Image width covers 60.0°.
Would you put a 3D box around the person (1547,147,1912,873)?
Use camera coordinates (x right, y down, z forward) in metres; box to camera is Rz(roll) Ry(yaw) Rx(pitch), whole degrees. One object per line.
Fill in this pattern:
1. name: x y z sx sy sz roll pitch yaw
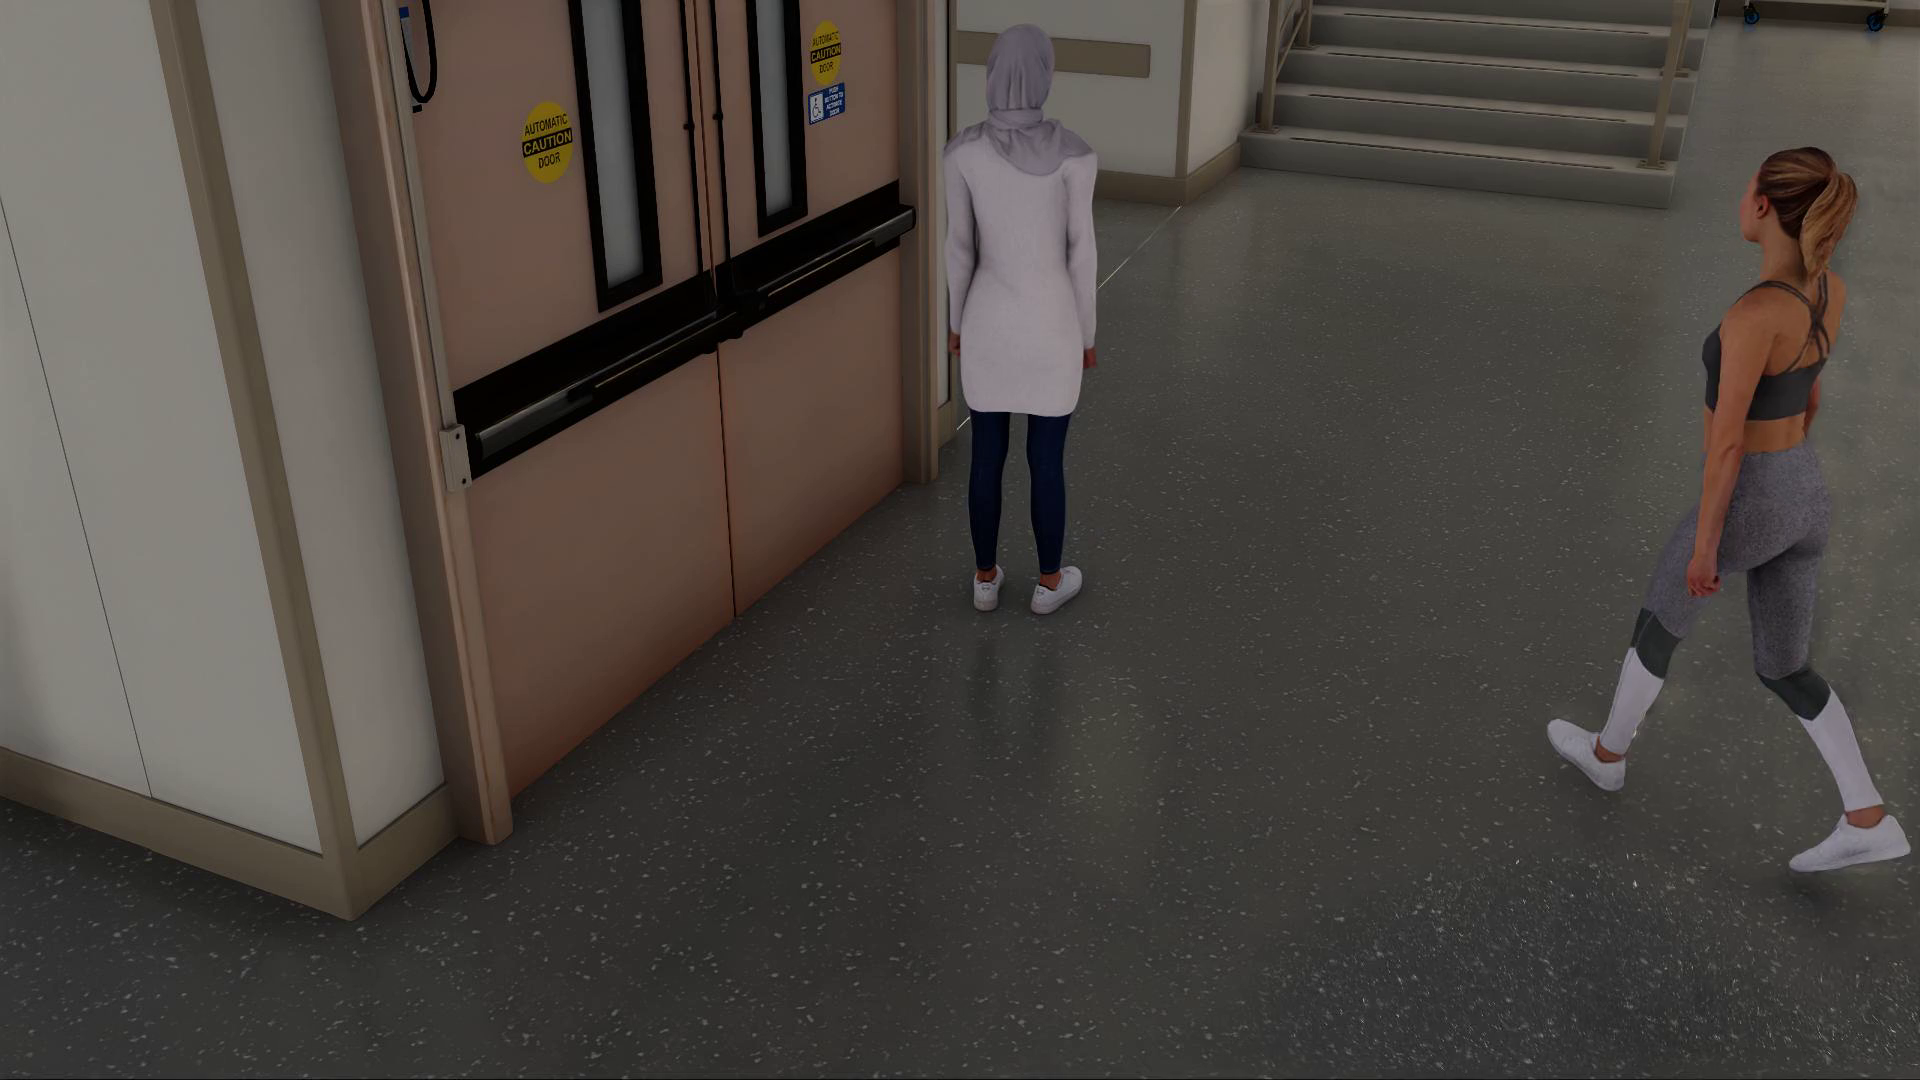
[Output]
1. person: 1.894 0.005 3.779 1.156 1.662 1.067 -18 31 -32

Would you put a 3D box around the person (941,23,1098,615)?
1. person: 0.178 -0.612 4.931 0.644 1.775 0.578 7 27 14
